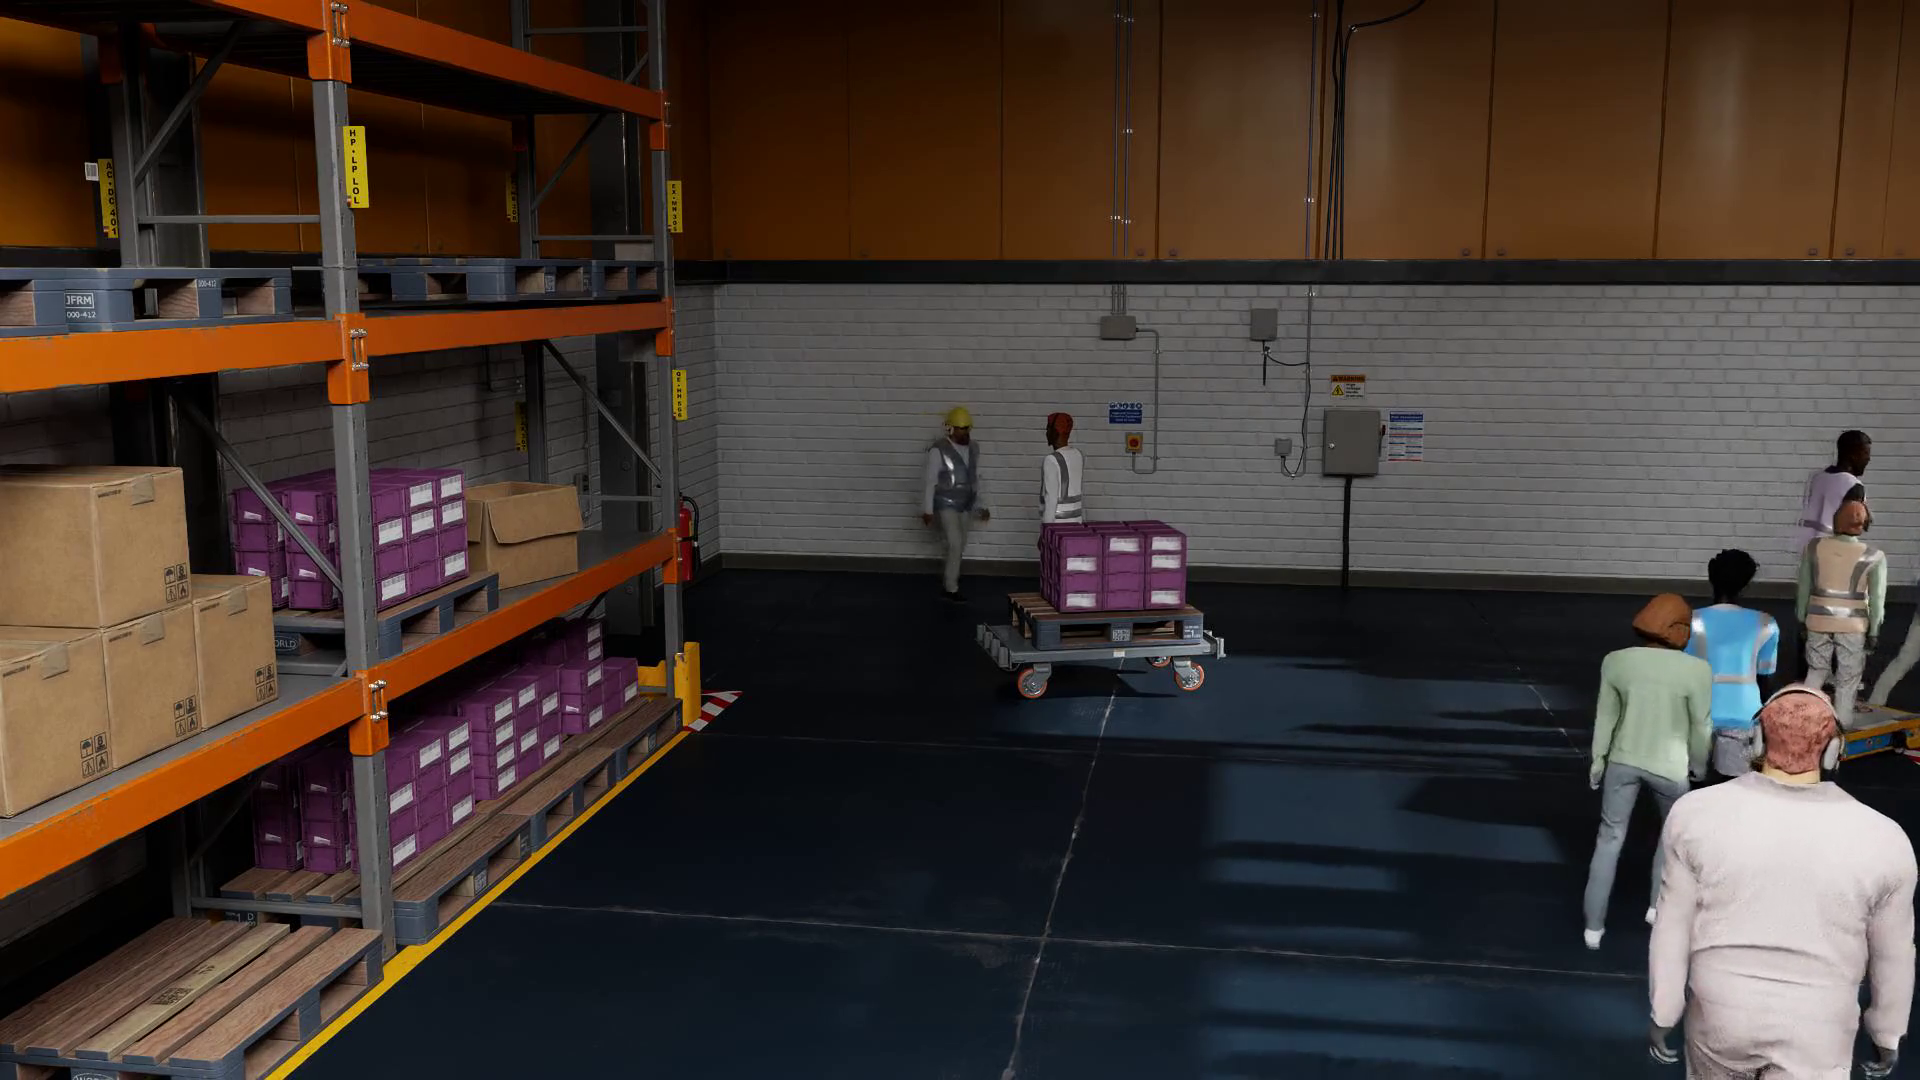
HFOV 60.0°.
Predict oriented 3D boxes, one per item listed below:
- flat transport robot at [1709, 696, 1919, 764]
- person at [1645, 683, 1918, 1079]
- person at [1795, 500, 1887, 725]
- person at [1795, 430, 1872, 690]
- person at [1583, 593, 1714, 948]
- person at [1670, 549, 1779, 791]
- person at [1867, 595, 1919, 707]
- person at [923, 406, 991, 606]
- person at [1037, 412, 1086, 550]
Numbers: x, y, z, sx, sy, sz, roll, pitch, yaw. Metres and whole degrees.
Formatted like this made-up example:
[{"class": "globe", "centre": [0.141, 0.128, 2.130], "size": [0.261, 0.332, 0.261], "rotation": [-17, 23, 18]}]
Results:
[{"class": "flat transport robot", "centre": [5.441, 1.206, 10.499], "size": [1.431, 0.197, 0.652], "rotation": [-5, 11, -29]}, {"class": "person", "centre": [2.359, 1.326, 4.810], "size": [0.669, 1.878, 0.796], "rotation": [5, 10, 27]}, {"class": "person", "centre": [5.426, 0.561, 10.342], "size": [0.471, 1.618, 0.532], "rotation": [-8, 12, -39]}, {"class": "person", "centre": [6.378, 0.147, 12.057], "size": [0.602, 1.890, 0.586], "rotation": [-1, 9, -6]}, {"class": "person", "centre": [3.123, 1.033, 7.515], "size": [0.509, 1.578, 0.726], "rotation": [8, 12, 40]}, {"class": "person", "centre": [3.735, 0.884, 8.159], "size": [0.552, 1.672, 0.642], "rotation": [1, 9, 5]}, {"class": "person", "centre": [6.320, 0.517, 10.773], "size": [0.779, 1.585, 0.527], "rotation": [2, 9, 12]}, {"class": "person", "centre": [0.004, -0.313, 15.132], "size": [0.623, 1.804, 0.614], "rotation": [8, 12, 41]}, {"class": "person", "centre": [0.816, -0.105, 13.625], "size": [0.346, 1.882, 0.584], "rotation": [5, 11, 31]}]
